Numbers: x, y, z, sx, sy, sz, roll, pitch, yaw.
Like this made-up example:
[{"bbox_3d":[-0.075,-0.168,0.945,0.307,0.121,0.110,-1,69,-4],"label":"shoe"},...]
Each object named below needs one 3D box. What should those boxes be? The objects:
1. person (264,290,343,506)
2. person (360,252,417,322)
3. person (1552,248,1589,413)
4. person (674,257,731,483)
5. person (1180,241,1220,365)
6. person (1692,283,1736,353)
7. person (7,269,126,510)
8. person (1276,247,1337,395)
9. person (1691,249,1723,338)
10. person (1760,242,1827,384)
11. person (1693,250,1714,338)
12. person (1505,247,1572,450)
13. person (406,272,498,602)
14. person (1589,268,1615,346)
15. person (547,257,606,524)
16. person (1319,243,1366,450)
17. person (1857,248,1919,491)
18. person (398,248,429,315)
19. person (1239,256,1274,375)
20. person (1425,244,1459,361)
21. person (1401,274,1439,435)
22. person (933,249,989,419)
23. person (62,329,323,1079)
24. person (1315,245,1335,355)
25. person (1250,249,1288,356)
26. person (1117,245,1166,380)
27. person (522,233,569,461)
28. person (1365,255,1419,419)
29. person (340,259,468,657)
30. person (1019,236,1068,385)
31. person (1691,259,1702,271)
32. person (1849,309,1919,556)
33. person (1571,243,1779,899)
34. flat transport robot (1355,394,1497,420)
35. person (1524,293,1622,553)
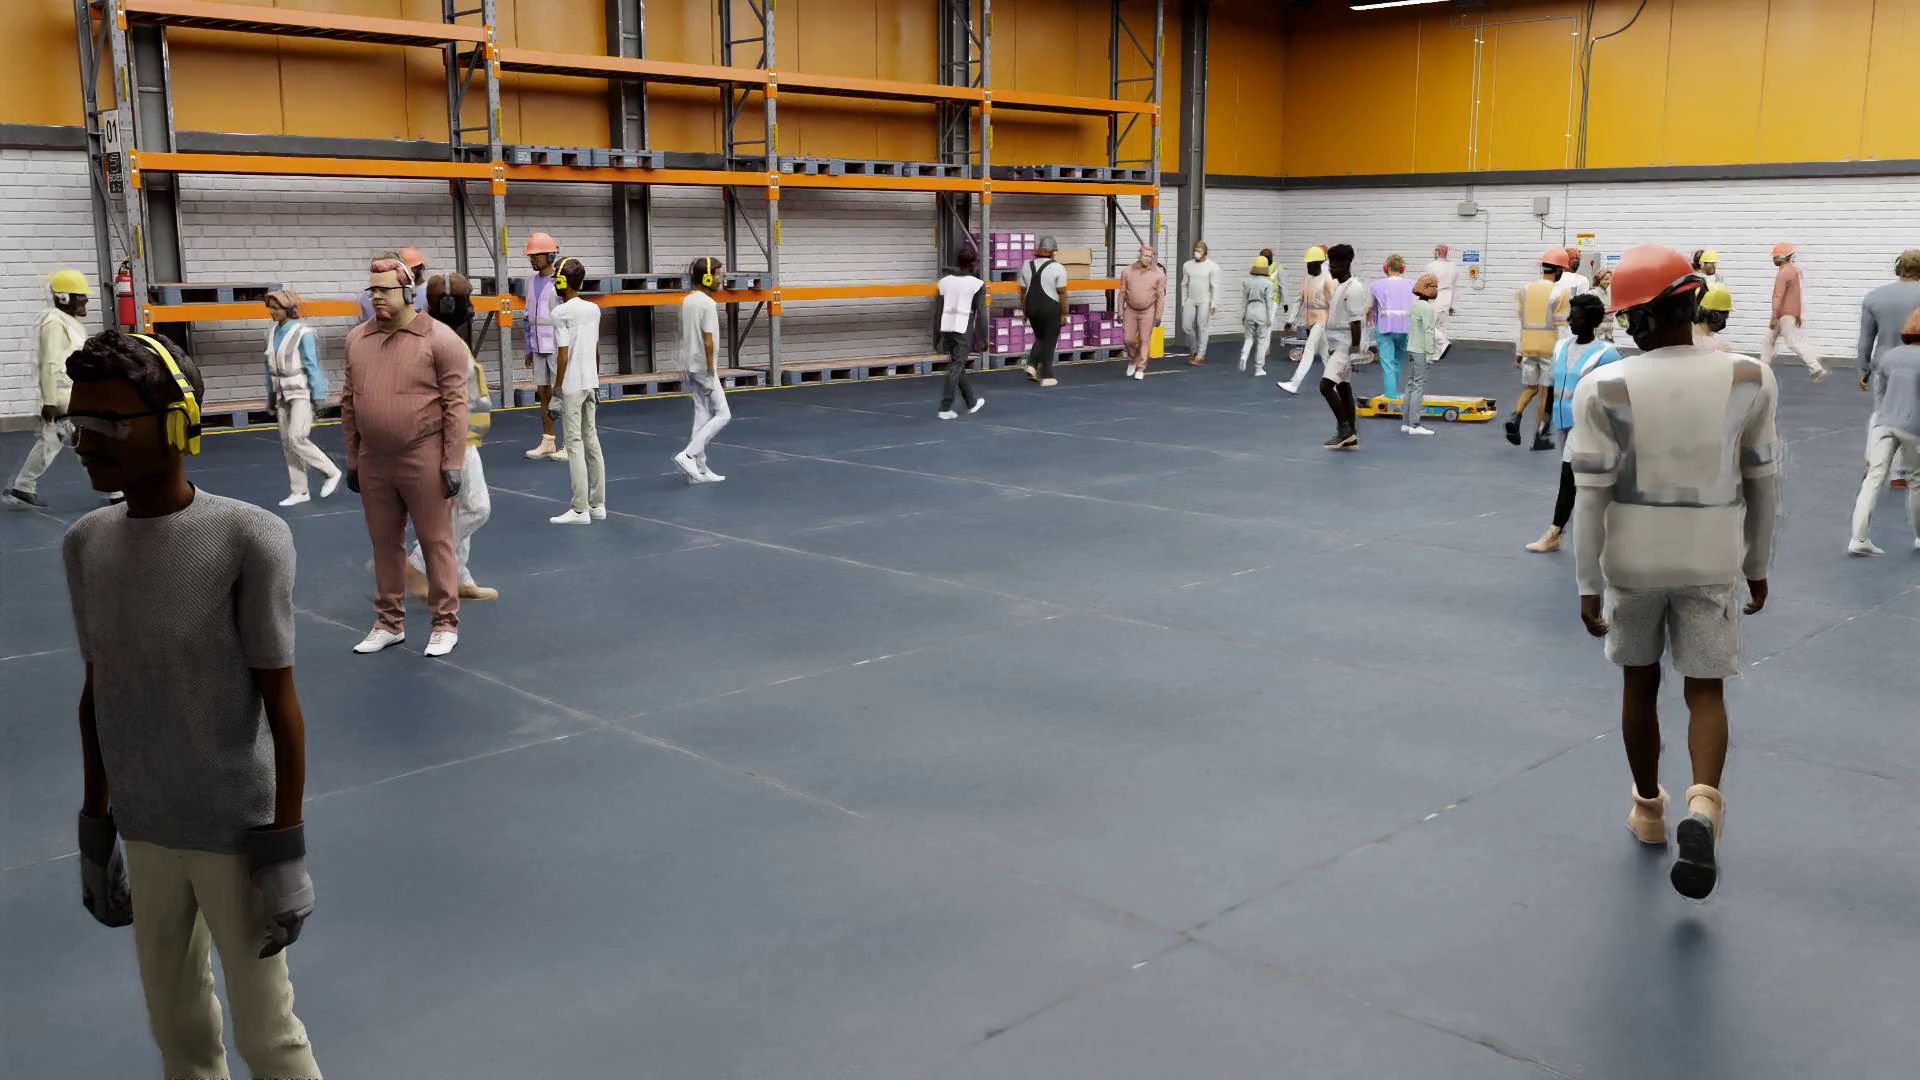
[{"bbox_3d":[-4.944,-1.051,12.422,0.508,1.627,0.401,7,13,35],"label":"person"},{"bbox_3d":[-4.966,-1.582,14.627,0.652,1.875,1.108,4,11,22],"label":"person"},{"bbox_3d":[6.824,-2.339,18.729,0.356,1.883,0.574,-8,13,-37],"label":"person"},{"bbox_3d":[-2.112,-1.364,13.519,0.449,1.848,0.524,-9,14,-40],"label":"person"},{"bbox_3d":[3.713,-3.679,25.906,0.652,1.928,0.434,7,13,34],"label":"person"},{"bbox_3d":[4.427,-0.635,9.823,0.715,1.741,0.530,-1,10,-6],"label":"person"},{"bbox_3d":[-6.591,-1.093,12.230,0.963,1.788,0.604,-4,11,-21],"label":"person"},{"bbox_3d":[4.472,-2.760,21.063,1.030,1.863,0.587,-4,11,-19],"label":"person"},{"bbox_3d":[10.200,-3.061,22.813,0.600,1.827,0.404,-3,11,-14],"label":"person"},{"bbox_3d":[11.348,-3.095,22.719,1.065,1.935,0.626,8,13,36],"label":"person"},{"bbox_3d":[11.428,-3.567,25.676,0.656,1.788,0.964,-9,14,-42],"label":"person"},{"bbox_3d":[5.426,-1.777,15.578,0.558,1.914,0.561,-8,13,-38],"label":"person"},{"bbox_3d":[-2.781,-0.528,9.023,0.478,1.830,0.632,-4,11,-19],"label":"person"},{"bbox_3d":[7.509,-2.374,19.590,0.522,1.636,0.310,-6,12,-30],"label":"person"},{"bbox_3d":[-2.715,-1.041,11.687,0.328,1.873,0.518,4,11,22],"label":"person"},{"bbox_3d":[3.564,-1.795,15.591,0.501,1.940,0.649,0,10,2],"label":"person"},{"bbox_3d":[7.508,-1.350,13.247,0.636,1.924,0.443,10,14,44],"label":"person"},{"bbox_3d":[-5.212,-1.850,16.043,0.673,1.894,0.738,5,11,24],"label":"person"},{"bbox_3d":[4.270,-3.227,23.984,0.494,1.725,0.479,7,12,33],"label":"person"},{"bbox_3d":[7.679,-3.784,26.591,0.656,1.887,0.612,-6,12,-28],"label":"person"},{"bbox_3d":[4.707,-1.887,16.963,0.271,1.629,0.497,-1,10,-5],"label":"person"},{"bbox_3d":[0.043,-2.303,18.592,0.600,1.856,1.011,7,12,33],"label":"person"},{"bbox_3d":[-1.404,0.551,3.044,0.515,1.866,0.333,3,11,18],"label":"person"},{"bbox_3d":[6.079,-4.040,28.065,0.616,1.860,0.580,2,11,13],"label":"person"},{"bbox_3d":[5.077,-3.954,27.768,0.735,1.791,0.838,8,13,38],"label":"person"},{"bbox_3d":[2.530,-3.187,23.339,0.681,1.888,0.428,2,11,13],"label":"person"},{"bbox_3d":[-3.702,-1.724,14.937,0.613,2.041,0.393,7,12,33],"label":"person"},{"bbox_3d":[4.783,-2.279,18.622,0.606,1.791,0.911,-1,10,-4],"label":"person"},{"bbox_3d":[-2.690,-0.386,8.015,0.643,1.908,0.408,2,11,12],"label":"person"},{"bbox_3d":[1.178,-3.106,22.482,0.695,2.000,0.539,8,13,39],"label":"person"},{"bbox_3d":[10.615,-3.217,24.048,0.530,1.689,0.321,-5,12,-26],"label":"person"},{"bbox_3d":[6.006,-0.686,10.572,0.882,1.564,0.496,-5,12,-27],"label":"person"},{"bbox_3d":[2.216,0.085,5.184,0.637,2.006,0.866,3,11,17],"label":"person"},{"bbox_3d":[5.179,-1.482,18.457,1.431,0.197,0.652,5,12,25],"label":"flat transport robot"},{"bbox_3d":[4.036,-0.761,10.719,0.826,1.669,0.531,-4,11,-20],"label":"person"}]
